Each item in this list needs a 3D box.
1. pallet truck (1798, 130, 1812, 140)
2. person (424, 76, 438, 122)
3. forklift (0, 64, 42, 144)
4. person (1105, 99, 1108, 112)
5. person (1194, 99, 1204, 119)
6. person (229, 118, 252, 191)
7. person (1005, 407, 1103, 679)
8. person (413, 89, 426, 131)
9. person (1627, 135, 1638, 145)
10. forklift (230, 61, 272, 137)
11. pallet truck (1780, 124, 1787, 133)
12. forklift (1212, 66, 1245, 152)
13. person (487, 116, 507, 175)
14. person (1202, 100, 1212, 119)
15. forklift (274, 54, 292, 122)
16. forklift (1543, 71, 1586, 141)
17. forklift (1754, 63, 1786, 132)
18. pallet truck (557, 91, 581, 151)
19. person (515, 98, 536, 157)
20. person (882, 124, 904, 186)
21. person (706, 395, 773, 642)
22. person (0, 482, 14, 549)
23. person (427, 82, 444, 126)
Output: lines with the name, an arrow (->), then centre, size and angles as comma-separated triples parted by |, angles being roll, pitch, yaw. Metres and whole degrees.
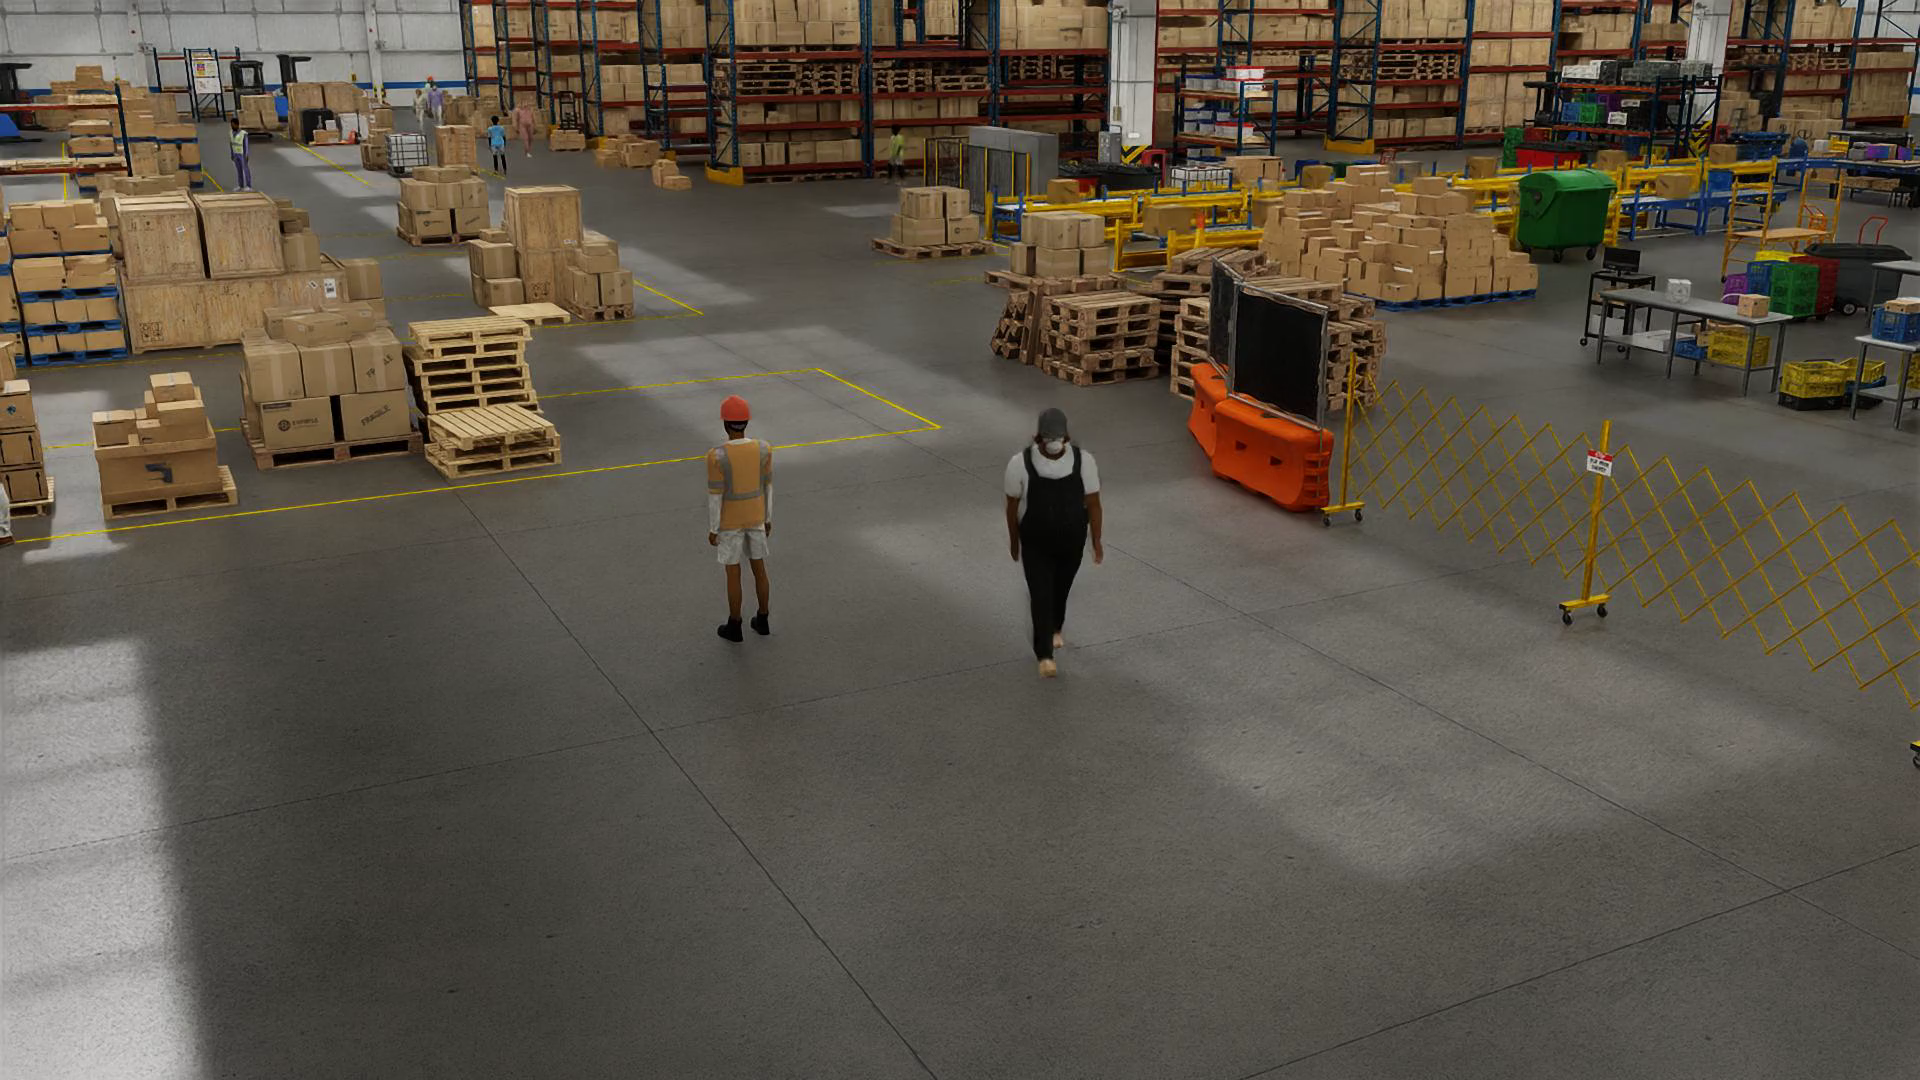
pallet truck -> 25.526, -11.556, 49.408 | 1.630, 1.274, 0.653 | -9, 20, -26
person -> -22.667, -18.754, 70.800 | 0.972, 1.958, 0.630 | -13, 22, -36
forklift -> -34.306, -15.613, 59.508 | 1.129, 2.768, 1.873 | 10, 20, 27
person -> 6.032, -17.579, 67.315 | 0.565, 1.840, 0.390 | -1, 18, -4
person -> 8.765, -15.404, 60.742 | 0.513, 1.711, 0.939 | -8, 19, -23
person -> -19.319, -10.345, 44.647 | 0.587, 1.913, 0.391 | 7, 19, 20
person -> 0.703, -0.060, 12.375 | 0.693, 2.000, 1.022 | -3, 18, -8
person -> -21.546, -17.182, 66.429 | 0.523, 1.617, 0.674 | 3, 18, 11
person -> 21.133, -12.704, 52.384 | 0.548, 1.678, 0.578 | -12, 21, -33
forklift -> -26.770, -16.604, 62.599 | 1.129, 2.768, 1.873 | -9, 20, -27
pallet truck -> 25.206, -12.542, 52.601 | 1.601, 1.201, 0.680 | 0, 18, -2
forklift -> 8.785, -14.707, 56.686 | 1.873, 2.768, 1.129 | 3, 18, 11
person -> -13.616, -11.615, 48.950 | 0.532, 1.697, 0.320 | -9, 20, -26
person -> 8.787, -14.658, 58.186 | 0.677, 1.853, 0.985 | 0, 18, 0
forklift -> -28.519, -19.119, 70.438 | 1.873, 2.768, 1.129 | -9, 20, -26
forklift -> 18.685, -13.231, 52.085 | 1.873, 2.768, 1.129 | -9, 20, -26
forklift -> 28.773, -15.565, 59.361 | 1.873, 2.768, 1.129 | -9, 20, -26
pallet truck -> -13.495, -14.412, 57.188 | 0.823, 1.965, 1.885 | -3, 18, -9
person -> -14.336, -13.633, 54.952 | 0.650, 1.883, 0.822 | -11, 21, -30
person -> -1.852, -10.591, 45.792 | 0.737, 1.669, 0.543 | -11, 21, -30
person -> -1.706, -0.166, 12.871 | 0.545, 1.938, 0.362 | -12, 21, -32
person -> -8.914, -0.856, 15.027 | 0.629, 1.937, 0.376 | 12, 21, 33
person -> -20.855, -17.234, 66.168 | 0.647, 1.893, 1.009 | -6, 19, -19
